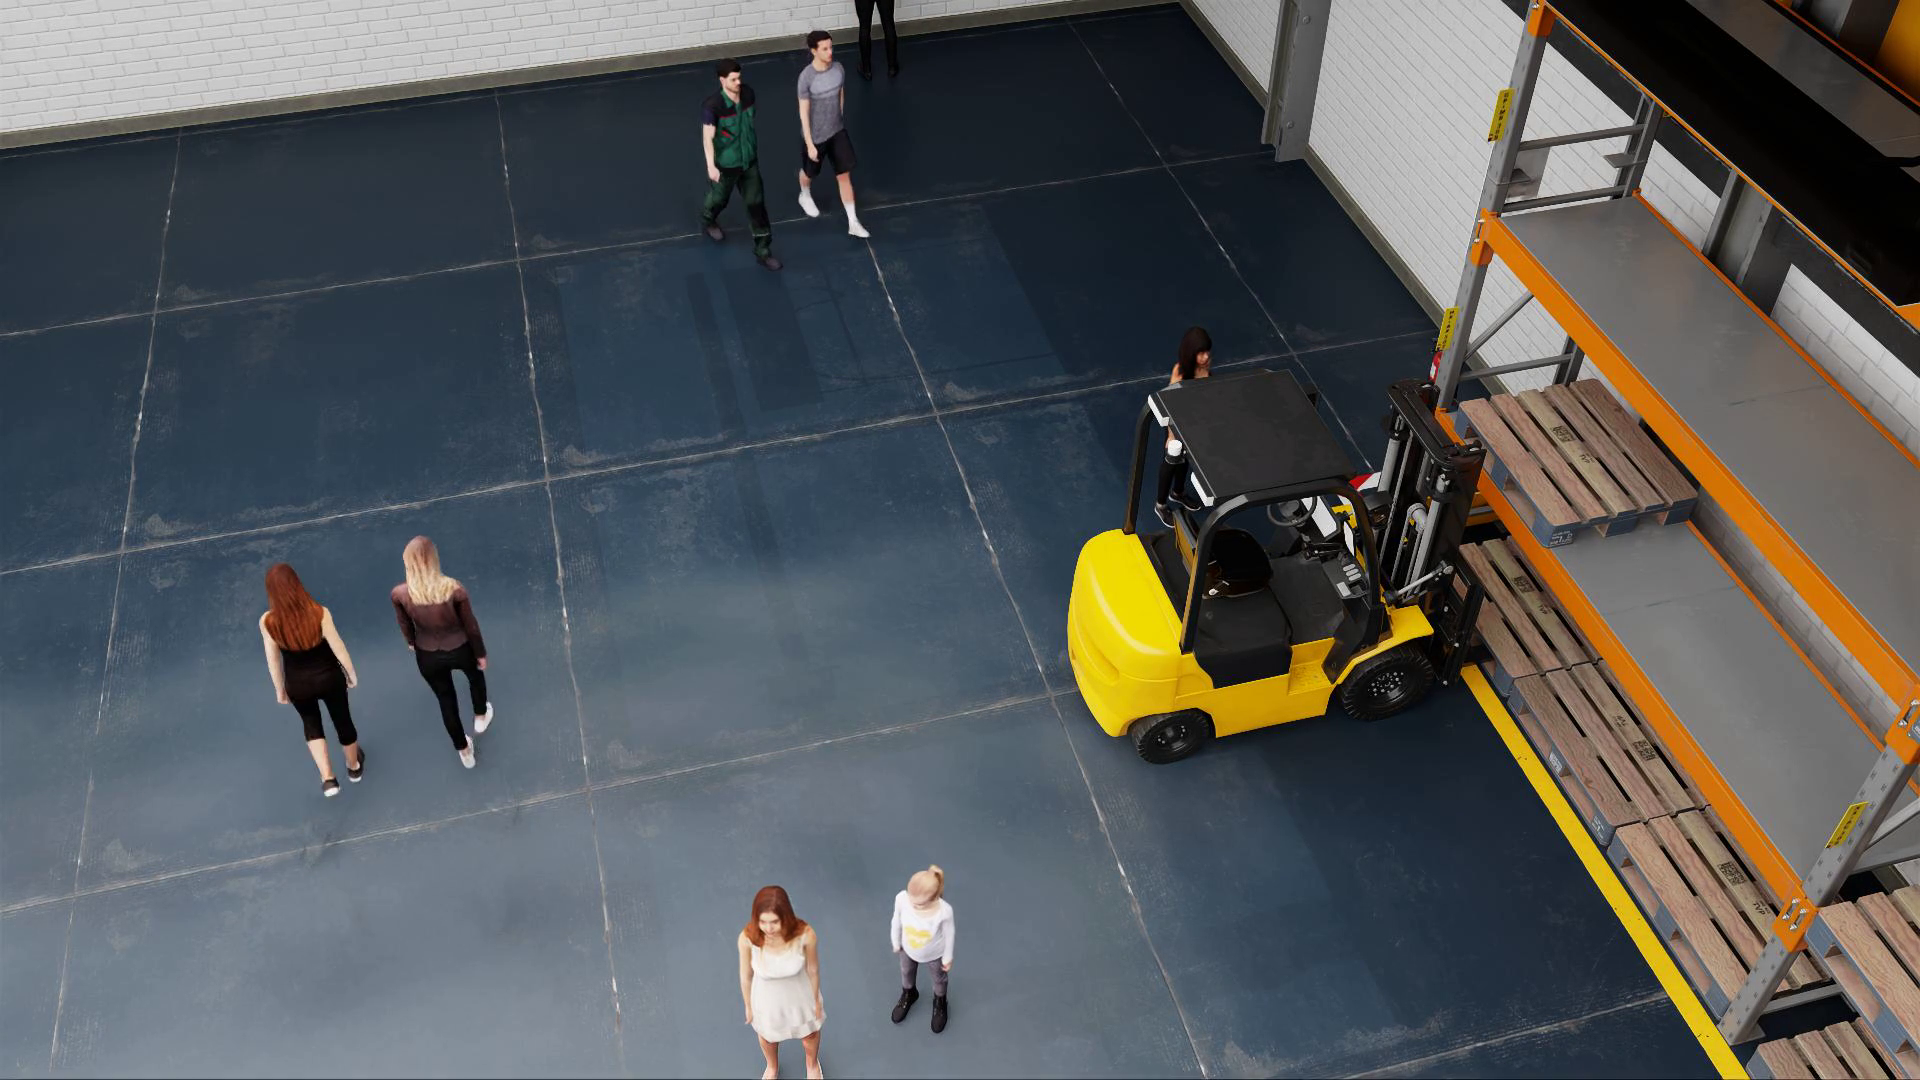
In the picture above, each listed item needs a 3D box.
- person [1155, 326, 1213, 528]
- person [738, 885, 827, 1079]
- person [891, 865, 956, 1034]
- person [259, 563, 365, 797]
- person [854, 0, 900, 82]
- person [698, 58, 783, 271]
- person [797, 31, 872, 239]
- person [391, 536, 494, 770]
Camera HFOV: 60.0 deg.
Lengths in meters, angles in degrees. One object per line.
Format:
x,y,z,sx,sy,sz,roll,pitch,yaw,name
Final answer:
1.576,-0.823,11.615,0.643,1.642,0.642,-33,53,-30,person
-0.886,2.263,8.325,0.599,1.712,0.589,-2,44,-2,person
-0.188,2.130,8.779,0.577,1.279,0.619,12,45,13,person
-3.800,0.893,9.766,0.606,1.708,0.766,-6,44,-6,person
-0.840,-5.428,16.246,0.766,1.922,0.645,-6,44,-6,person
-1.958,-3.213,13.969,1.117,1.856,1.384,-33,53,-30,person
-1.247,-3.533,14.326,0.960,1.827,1.306,-26,49,-25,person
-3.069,0.741,9.948,0.663,1.678,0.752,-11,45,-11,person
